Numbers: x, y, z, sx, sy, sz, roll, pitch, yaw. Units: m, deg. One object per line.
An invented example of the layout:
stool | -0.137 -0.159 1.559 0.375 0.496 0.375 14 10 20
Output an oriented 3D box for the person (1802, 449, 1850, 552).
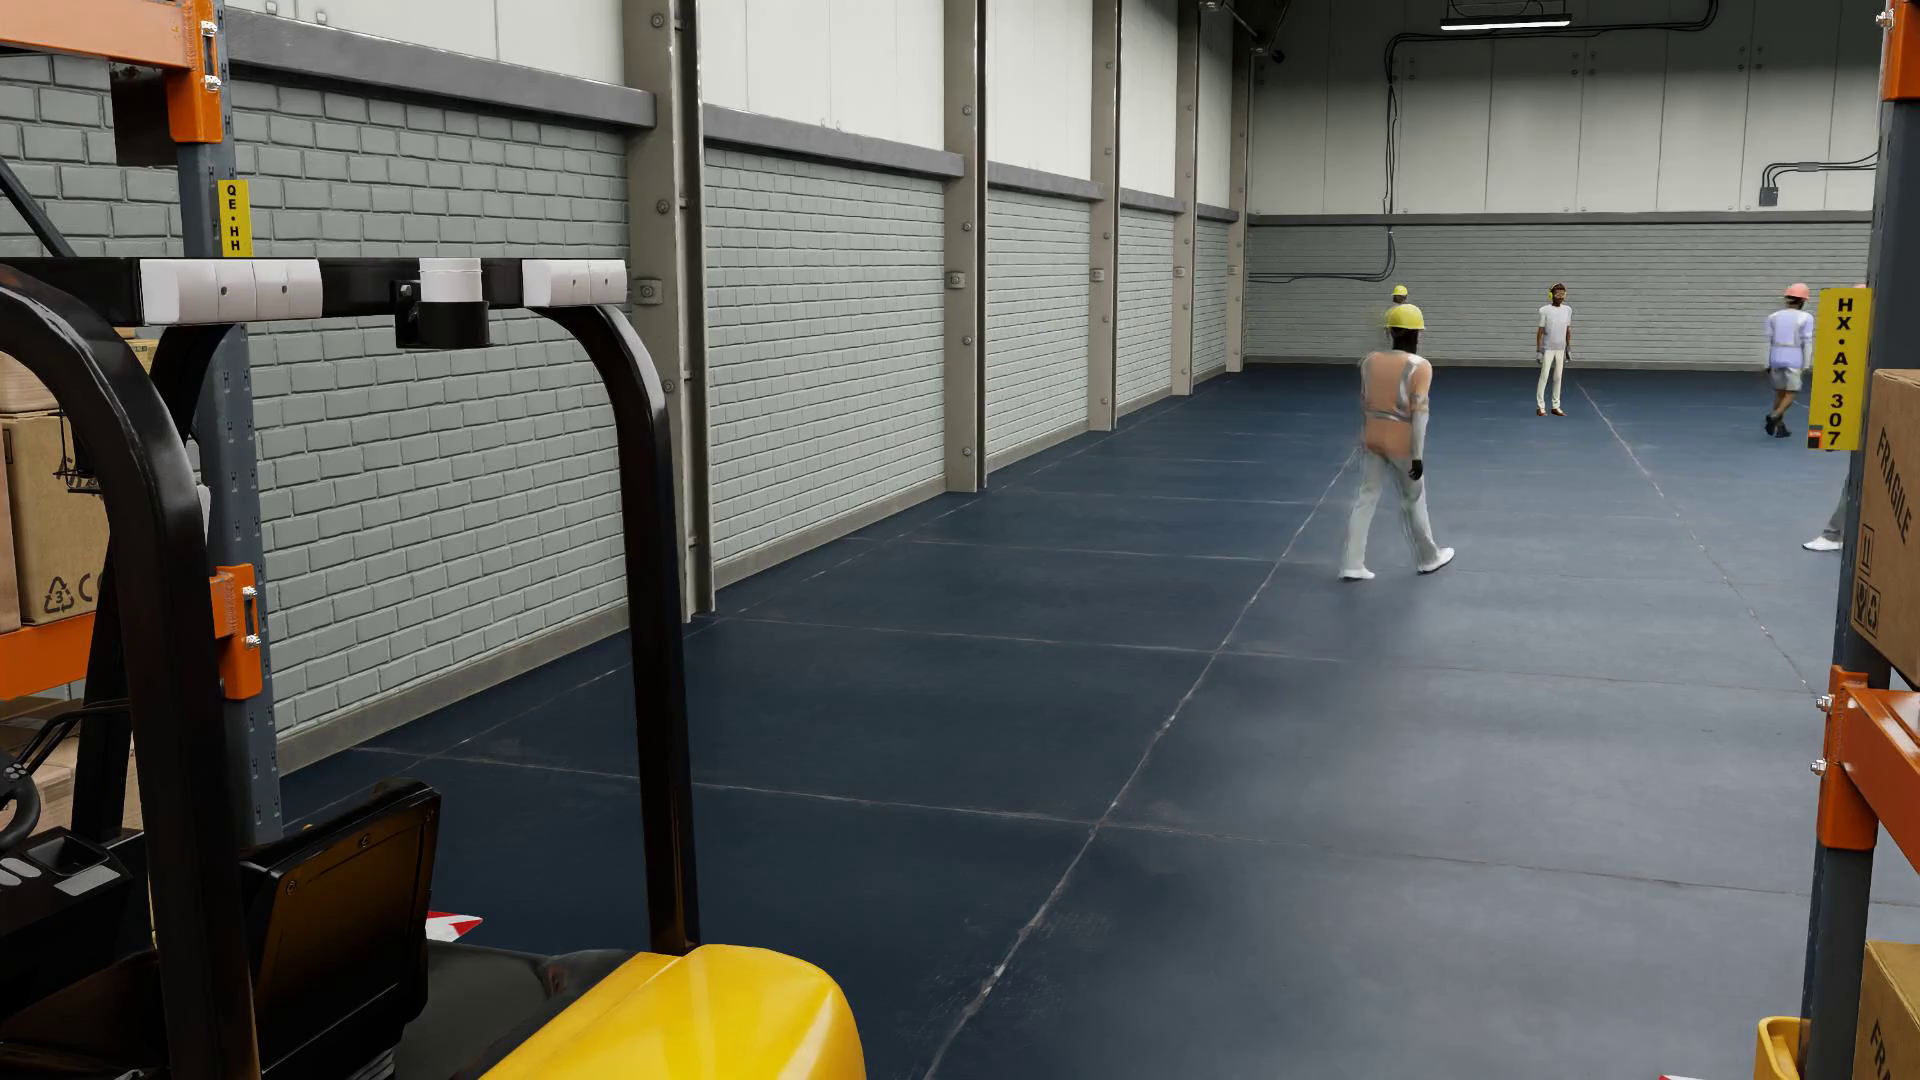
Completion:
person | 6.847 -0.850 12.506 1.001 1.880 0.608 -2 10 -12

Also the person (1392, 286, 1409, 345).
person | 7.248 -3.304 27.432 0.330 1.769 0.526 0 10 -1

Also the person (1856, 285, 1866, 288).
person | 10.804 -2.117 20.017 0.565 1.883 0.983 2 10 9

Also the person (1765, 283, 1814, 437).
person | 10.055 -2.169 20.272 0.703 1.914 0.560 -7 12 -37

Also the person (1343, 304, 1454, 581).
person | 3.004 -0.662 11.362 0.984 1.873 0.635 -7 12 -36

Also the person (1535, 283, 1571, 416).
person | 8.330 -2.660 23.333 0.503 1.860 0.312 -2 10 -12
